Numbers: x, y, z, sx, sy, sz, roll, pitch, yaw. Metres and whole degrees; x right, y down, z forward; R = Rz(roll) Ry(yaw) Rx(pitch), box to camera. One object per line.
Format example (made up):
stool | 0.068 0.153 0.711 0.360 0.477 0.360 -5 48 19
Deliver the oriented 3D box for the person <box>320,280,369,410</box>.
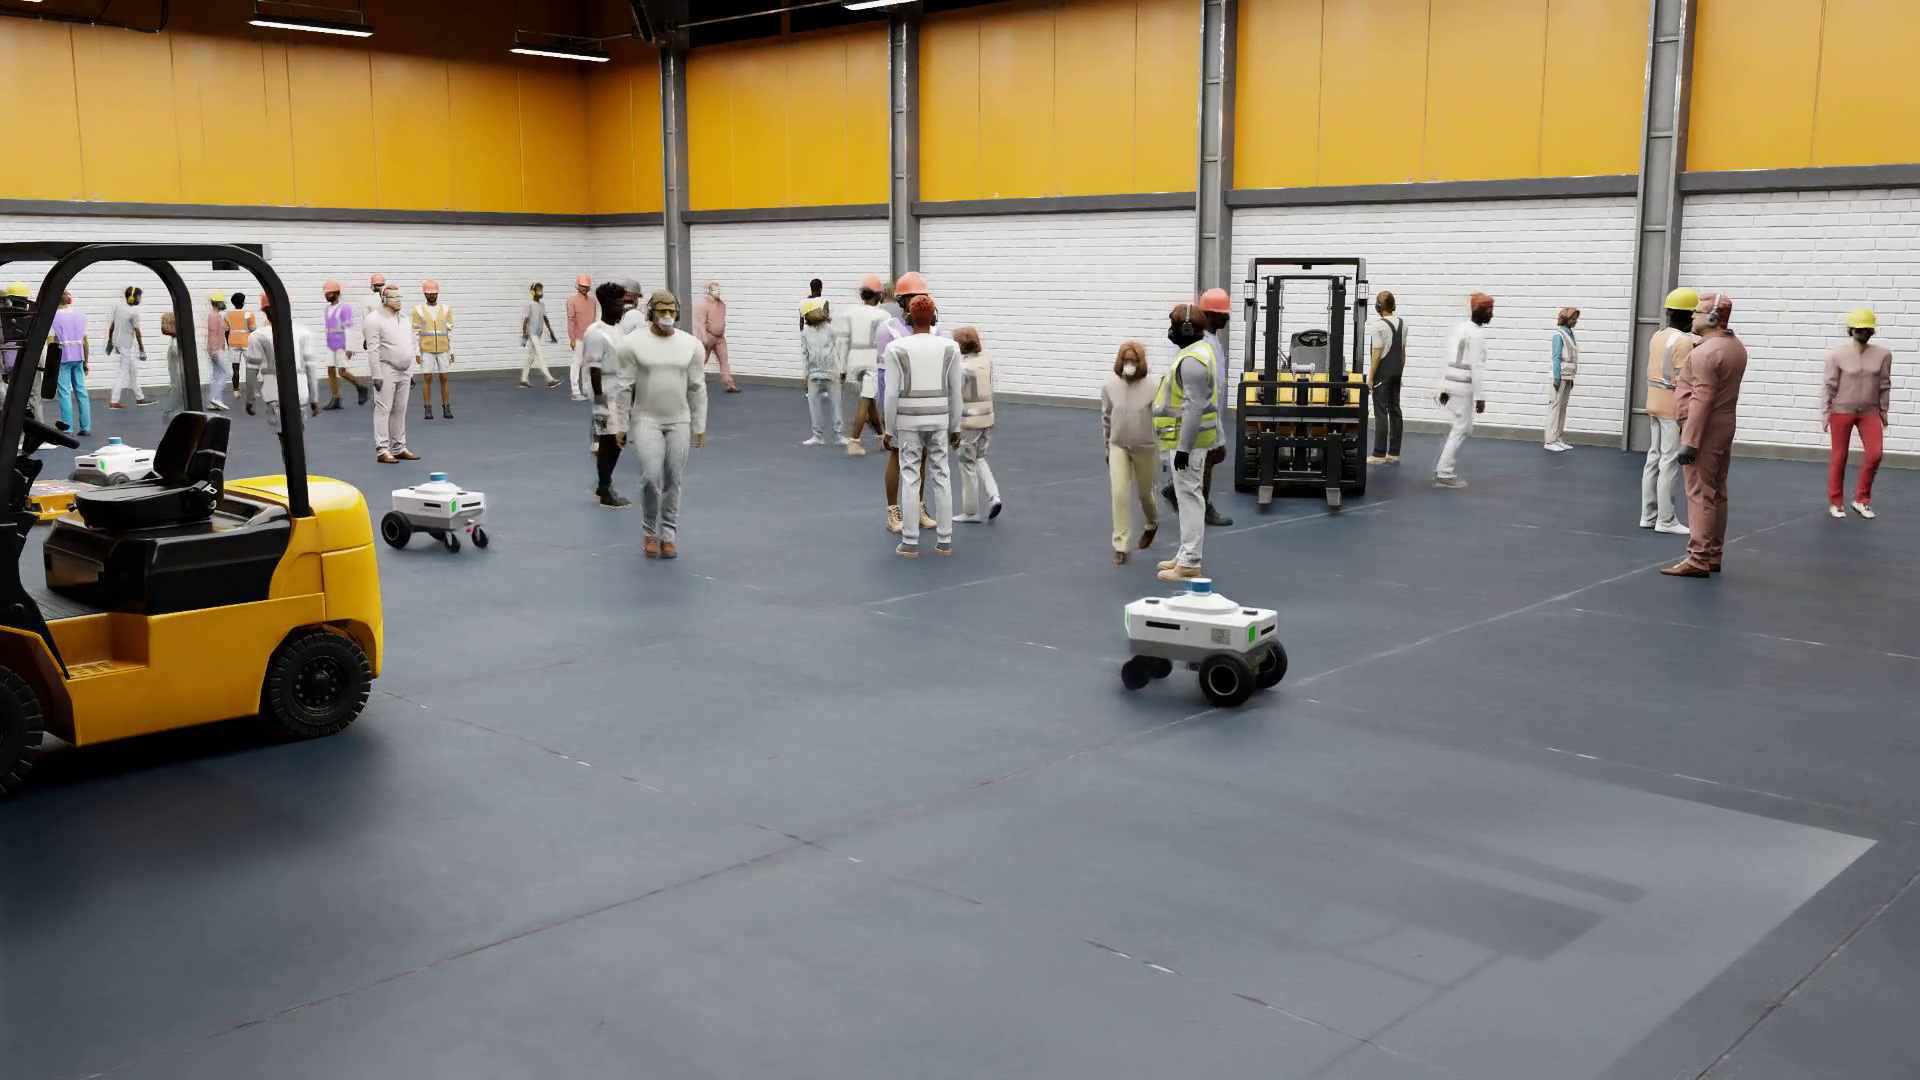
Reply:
person | -9.119 -2.872 24.502 0.555 1.917 0.656 6 11 31

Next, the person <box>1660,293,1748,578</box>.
person | 5.009 -0.702 11.216 0.410 1.913 0.641 8 12 41

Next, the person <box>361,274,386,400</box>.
person | -9.158 -3.208 26.316 0.612 1.995 0.392 -8 12 -39

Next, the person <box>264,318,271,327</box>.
person | -9.690 -2.592 23.630 0.514 1.641 0.307 8 12 40

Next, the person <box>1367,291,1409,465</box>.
person | 4.509 -1.713 17.633 0.506 1.839 0.343 -6 11 -33

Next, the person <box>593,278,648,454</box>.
person | -3.768 -1.983 18.672 0.690 2.000 1.064 5 11 30

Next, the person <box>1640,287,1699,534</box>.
person | 5.592 -1.010 13.054 0.369 1.927 0.589 0 9 -2

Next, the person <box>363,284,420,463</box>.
person | -6.072 -1.783 17.852 0.401 1.910 0.641 4 10 21

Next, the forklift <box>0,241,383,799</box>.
forklift | -3.706 -0.171 7.093 1.214 2.155 2.313 9 13 43

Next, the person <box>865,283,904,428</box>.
person | -0.948 -2.340 21.310 0.655 1.883 1.033 -6 11 -33

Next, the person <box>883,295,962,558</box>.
person | -0.268 -0.812 11.970 0.585 1.882 0.337 -3 10 -16

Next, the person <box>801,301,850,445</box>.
person | -1.551 -1.944 19.473 0.653 1.701 0.352 3 10 17

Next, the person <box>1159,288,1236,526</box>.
person | 1.940 -1.060 13.388 0.536 1.919 0.542 3 10 18

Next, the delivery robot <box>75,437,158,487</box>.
delivery robot | -7.566 -0.678 14.927 0.477 0.478 0.707 2 10 15

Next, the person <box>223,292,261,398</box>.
person | -11.518 -3.116 26.671 0.534 1.697 0.318 -1 9 -4

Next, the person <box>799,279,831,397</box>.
person | -2.340 -3.270 26.953 0.590 1.915 0.392 6 11 31

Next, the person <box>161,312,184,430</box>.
person | -8.342 -1.606 17.680 0.632 1.613 0.508 -2 10 -13

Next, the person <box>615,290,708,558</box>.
person | -2.109 -0.807 11.822 0.660 1.920 0.488 -4 10 -22

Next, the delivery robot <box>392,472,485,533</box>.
delivery robot | -3.872 -0.258 12.351 0.707 0.478 0.477 5 11 31

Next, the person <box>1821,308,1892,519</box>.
person | 7.397 -1.032 13.715 0.559 1.746 0.543 1 9 9

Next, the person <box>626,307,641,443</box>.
person | -3.856 -1.968 19.859 0.282 1.626 0.502 2 9 12

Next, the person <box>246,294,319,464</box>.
person | -6.074 -1.285 14.873 0.565 1.878 0.972 -7 11 -35

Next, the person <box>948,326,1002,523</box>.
person | 0.117 -0.921 13.453 0.425 1.613 0.565 6 11 32

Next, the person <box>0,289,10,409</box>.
person | -12.429 -2.355 21.633 0.634 1.818 0.720 -2 9 -13

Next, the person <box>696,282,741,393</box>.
person | -4.169 -3.389 27.892 1.006 1.856 0.663 7 12 37

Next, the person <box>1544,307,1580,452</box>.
person | 6.879 -1.833 18.983 0.311 1.636 0.523 7 12 37

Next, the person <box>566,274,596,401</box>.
person | -5.936 -3.195 26.254 0.392 1.991 0.613 6 11 31

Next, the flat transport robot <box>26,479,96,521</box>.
flat transport robot | -7.719 -0.352 14.084 1.431 0.197 0.652 8 12 42

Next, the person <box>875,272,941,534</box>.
person | -0.374 -1.074 13.078 0.607 2.048 0.370 -8 12 -40

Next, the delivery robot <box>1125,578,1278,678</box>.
delivery robot | 1.172 0.430 8.130 0.707 0.478 0.477 6 11 31

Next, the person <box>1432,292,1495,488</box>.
person | 4.728 -1.397 15.633 0.481 1.855 0.599 1 9 5

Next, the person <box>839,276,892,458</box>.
person | -0.964 -1.928 18.475 0.634 1.986 1.059 6 11 33

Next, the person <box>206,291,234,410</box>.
person | -10.837 -2.760 24.316 0.429 1.741 0.542 -3 10 -19

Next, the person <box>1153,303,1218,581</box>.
person | 1.499 -0.647 11.094 0.429 1.844 0.624 1 9 9

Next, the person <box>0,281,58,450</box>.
person | -10.683 -1.977 18.979 0.586 1.928 0.365 0 9 1

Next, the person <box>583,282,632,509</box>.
person | -3.035 -1.257 14.465 0.381 1.966 0.634 2 9 12

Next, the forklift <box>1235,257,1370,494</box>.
forklift | 3.309 -1.629 16.029 1.214 2.155 2.313 2 9 11

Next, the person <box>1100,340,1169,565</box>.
person | 1.274 -0.652 11.928 0.511 1.591 0.842 3 10 19

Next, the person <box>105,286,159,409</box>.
person | -12.349 -2.862 24.761 0.599 1.811 0.796 7 12 37

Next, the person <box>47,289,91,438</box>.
person | -10.950 -2.170 20.417 0.374 1.841 0.575 5 10 26

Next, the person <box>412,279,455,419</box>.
person | -7.256 -2.627 22.963 0.542 1.933 0.383 -5 10 -28

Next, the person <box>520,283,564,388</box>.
person | -7.319 -3.544 28.937 0.959 1.816 0.522 2 10 15
